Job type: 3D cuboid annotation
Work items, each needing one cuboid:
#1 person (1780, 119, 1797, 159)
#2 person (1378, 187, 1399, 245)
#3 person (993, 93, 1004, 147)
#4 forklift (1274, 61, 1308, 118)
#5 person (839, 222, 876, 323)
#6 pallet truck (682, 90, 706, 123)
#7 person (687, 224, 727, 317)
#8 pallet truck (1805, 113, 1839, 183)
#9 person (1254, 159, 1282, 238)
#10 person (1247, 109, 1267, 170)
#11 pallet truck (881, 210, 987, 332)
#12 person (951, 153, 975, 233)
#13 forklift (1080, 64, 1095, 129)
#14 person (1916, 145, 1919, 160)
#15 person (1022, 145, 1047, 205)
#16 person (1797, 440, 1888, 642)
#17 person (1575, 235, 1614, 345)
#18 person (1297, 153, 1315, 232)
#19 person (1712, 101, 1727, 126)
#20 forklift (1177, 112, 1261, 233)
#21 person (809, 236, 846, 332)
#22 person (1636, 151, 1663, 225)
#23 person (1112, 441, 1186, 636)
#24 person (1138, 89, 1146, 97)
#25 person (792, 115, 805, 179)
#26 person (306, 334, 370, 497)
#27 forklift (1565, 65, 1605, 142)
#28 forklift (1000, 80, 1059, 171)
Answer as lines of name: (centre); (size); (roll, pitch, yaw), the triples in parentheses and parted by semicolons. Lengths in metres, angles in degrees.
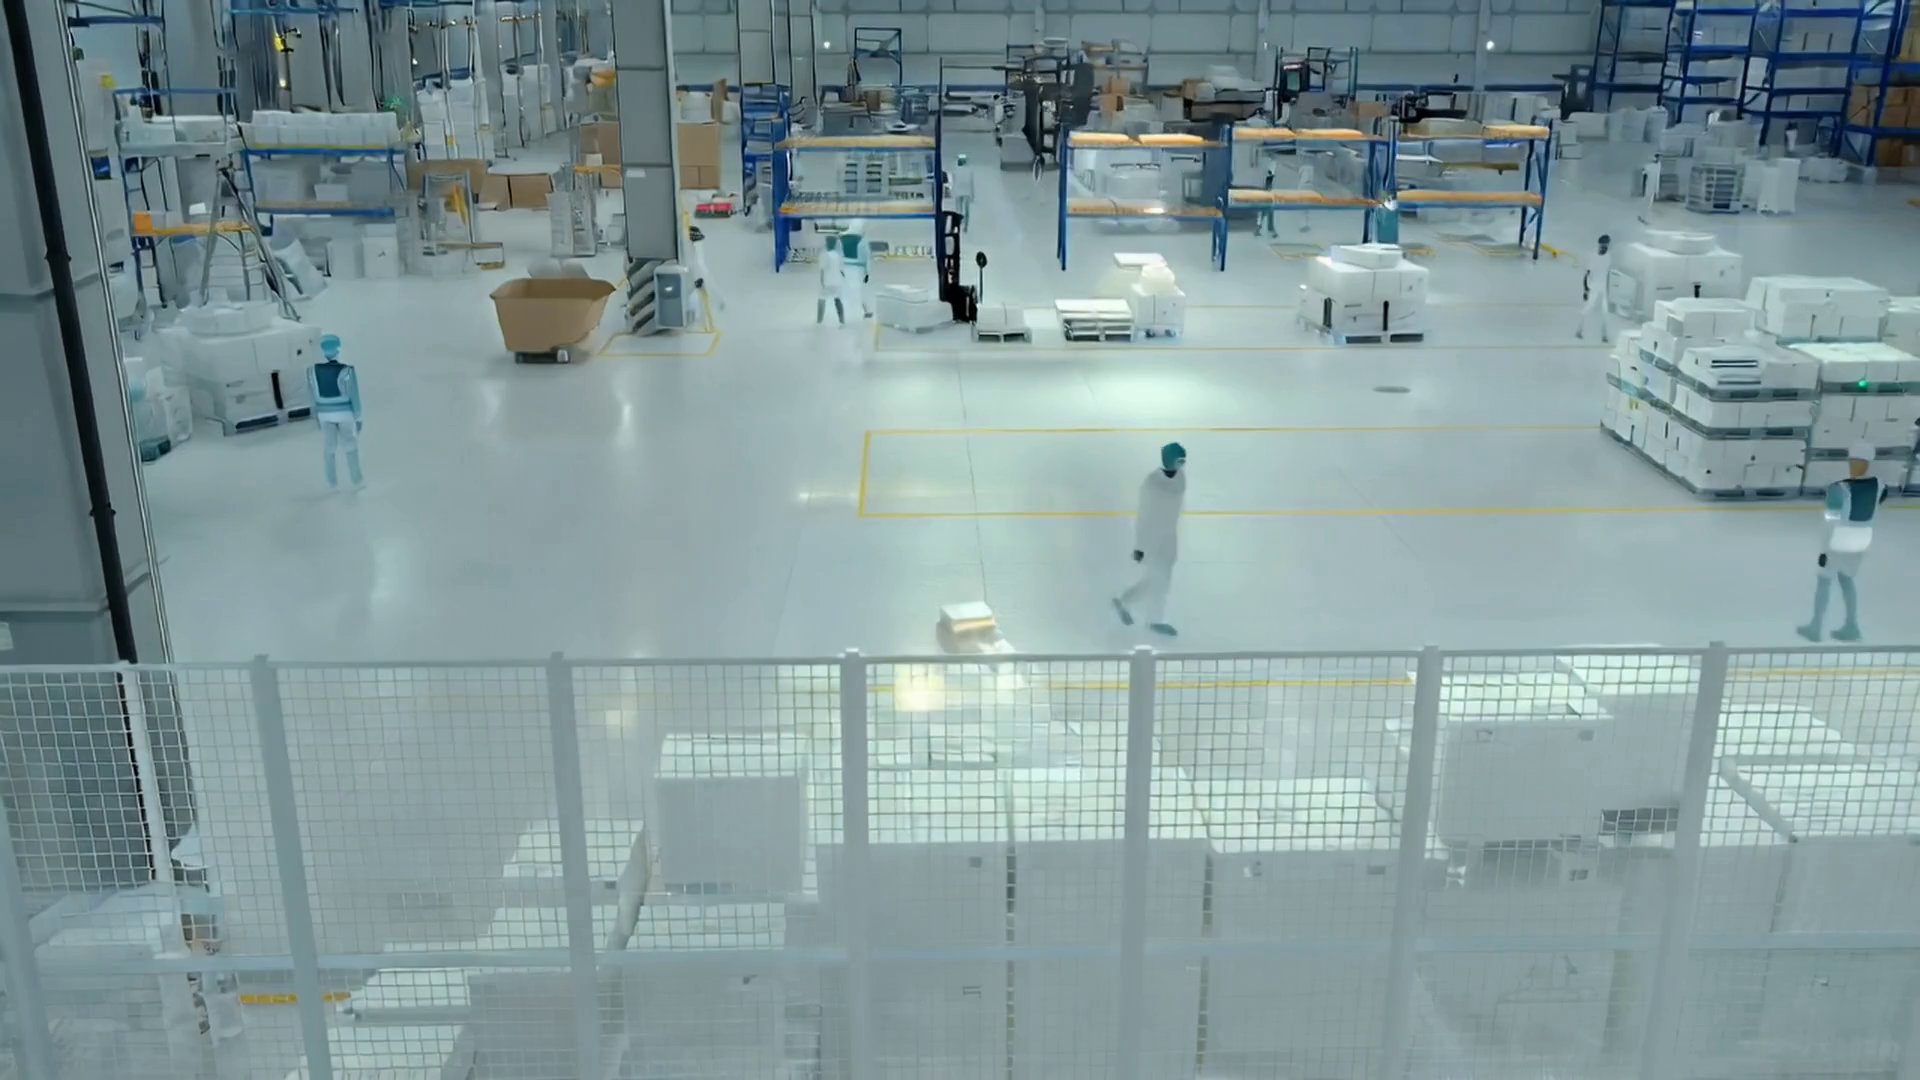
person: (25.001, -11.758, 50.254); (0.621, 1.904, 0.441); (-13, 22, -33)
person: (8.847, -6.361, 34.353); (0.545, 1.833, 0.409); (-9, 21, -25)
person: (1.412, -15.408, 61.052); (0.370, 1.932, 0.640); (0, 19, 0)
forklift: (13.221, -17.590, 66.052); (1.129, 2.768, 1.873); (-1, 19, -1)
person: (-1.875, -4.798, 29.816); (0.685, 1.780, 0.990); (9, 21, 25)
pallet truck: (-9.671, -15.907, 62.421); (0.823, 1.965, 1.885); (5, 19, 15)
person: (-4.652, -4.867, 30.107); (0.785, 1.721, 0.491); (-3, 19, -10)
pallet truck: (26.403, -11.957, 50.702); (0.823, 1.965, 1.885); (6, 19, 16)
person: (7.354, -8.072, 39.390); (0.747, 1.879, 0.597); (6, 20, 18)
person: (9.599, -12.971, 53.868); (0.630, 1.905, 0.944); (2, 19, 6)
pallet truck: (-0.493, -4.759, 29.349); (1.885, 1.965, 0.823); (-13, 23, -34)
person: (0.067, -8.452, 40.483); (0.593, 1.886, 0.858); (-1, 19, -4)
forklift: (4.802, -16.587, 63.077); (1.873, 2.768, 1.129); (-1, 19, -2)
person: (31.805, -13.136, 54.493); (0.875, 1.811, 0.630); (0, 19, 0)
person: (2.044, -9.934, 45.283); (0.603, 1.626, 0.520); (0, 19, 1)
person: (8.164, 0.021, 15.310); (0.549, 1.901, 0.589); (-1, 19, -3)
person: (10.754, -4.225, 28.047); (0.533, 1.817, 0.953); (-2, 19, -5)
person: (8.457, -8.458, 40.498); (0.342, 1.882, 0.587); (14, 23, 35)
person: (27.891, -15.303, 61.184); (0.463, 1.623, 0.538); (-14, 23, -36)
forklift: (6.323, -8.936, 40.379); (1.873, 2.768, 1.129); (-1, 19, -2)
person: (-2.269, -4.481, 29.065); (0.550, 1.644, 0.810); (-15, 24, -37)
person: (17.295, -8.810, 41.615); (0.508, 1.848, 0.411); (-8, 20, -23)
person: (1.798, -0.020, 15.431); (0.578, 1.919, 0.633); (12, 22, 32)
person: (6.926, -16.181, 63.362); (0.393, 1.923, 0.546); (-5, 19, -15)
person: (-5.006, -12.106, 51.242); (0.370, 1.933, 0.551); (-12, 22, -31)
person: (-7.364, -1.473, 19.678); (0.614, 1.945, 0.403); (0, 19, 0)
forklift: (23.458, -16.564, 63.011); (1.129, 2.768, 1.873); (-9, 21, -25)
forklift: (2.239, -13.269, 53.236); (1.873, 2.768, 1.129); (-1, 19, -2)
